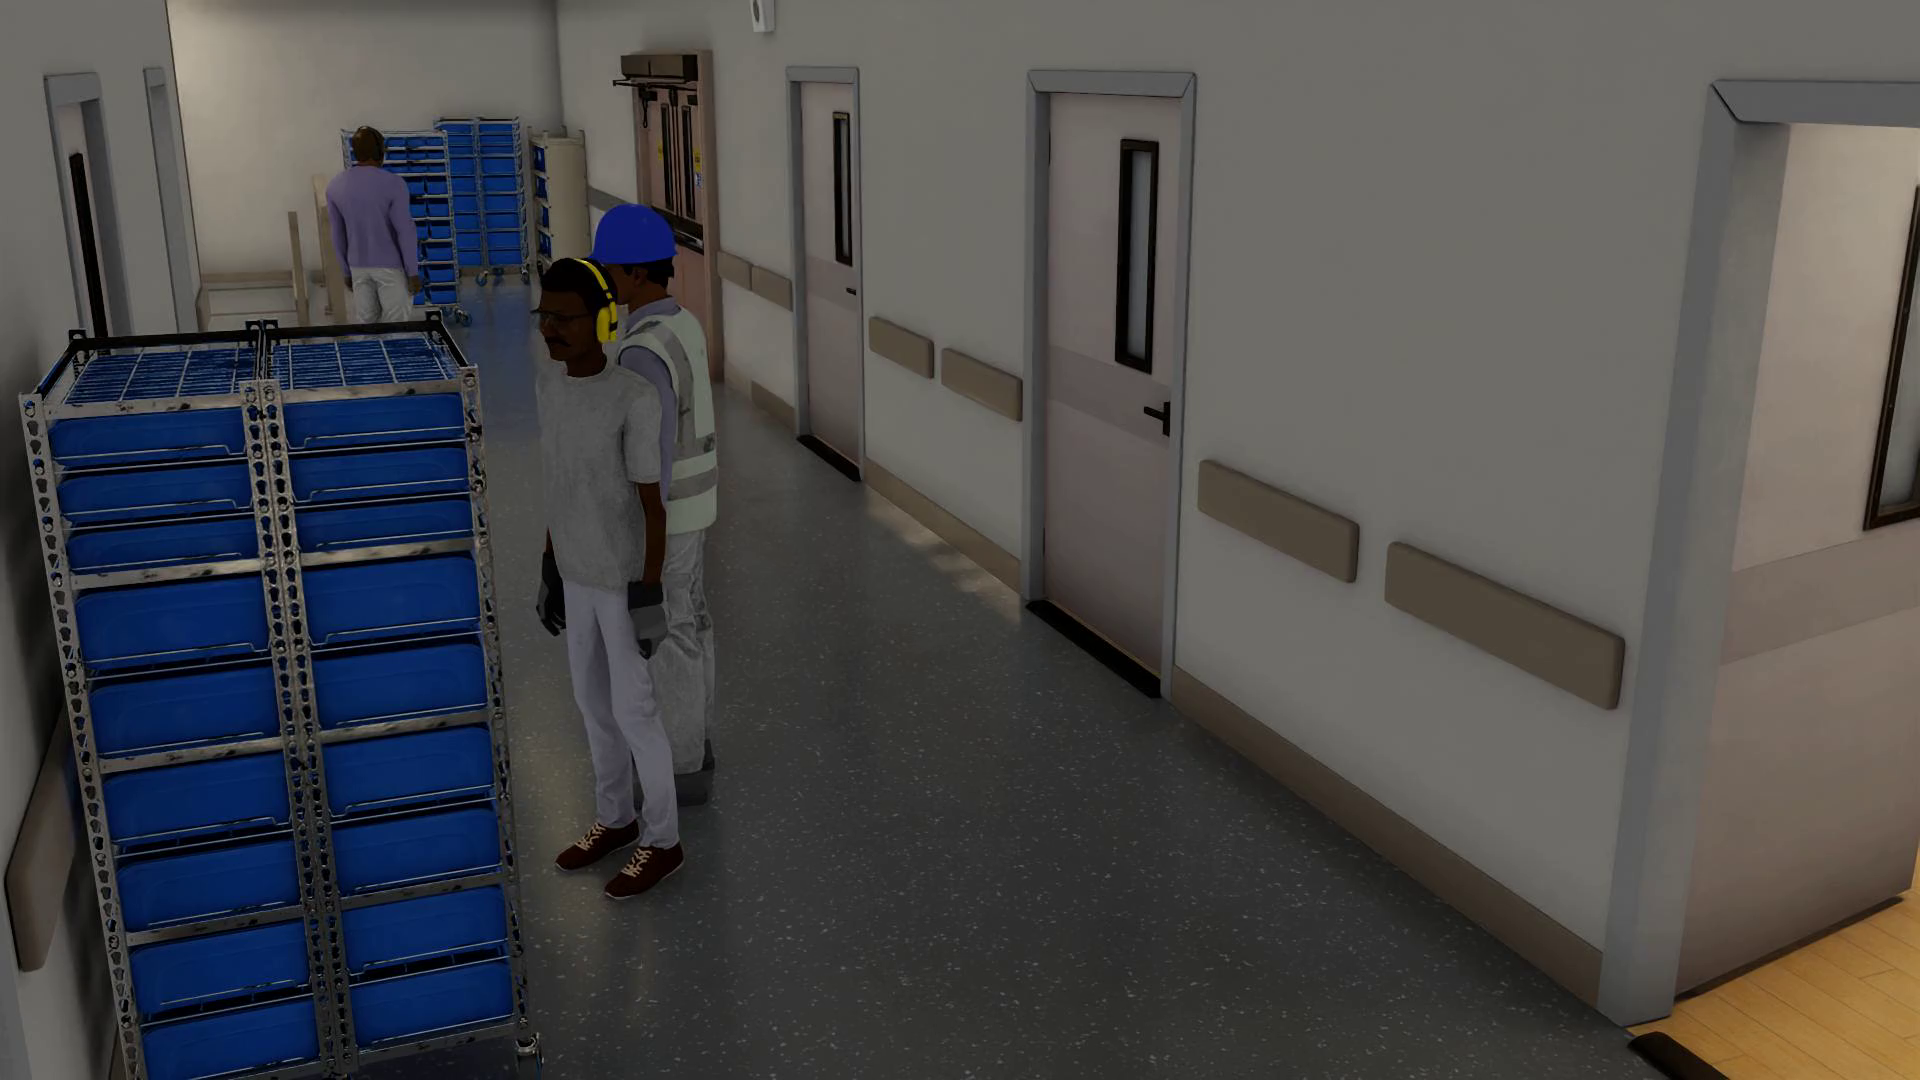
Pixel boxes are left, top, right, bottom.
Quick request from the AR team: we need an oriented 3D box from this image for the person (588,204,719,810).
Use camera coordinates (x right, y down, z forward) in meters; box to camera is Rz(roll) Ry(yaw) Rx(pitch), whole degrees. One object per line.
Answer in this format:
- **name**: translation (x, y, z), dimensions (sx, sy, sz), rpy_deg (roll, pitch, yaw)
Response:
- **person**: translation (-0.970, -0.094, 5.352), dimensions (0.398, 1.945, 0.605), rpy_deg (0, 16, 0)

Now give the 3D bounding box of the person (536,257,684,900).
- **person**: translation (-1.021, 0.119, 4.777), dimensions (0.503, 1.863, 0.331), rpy_deg (14, 21, 40)

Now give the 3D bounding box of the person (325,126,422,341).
- **person**: translation (-4.001, -1.855, 11.456), dimensions (0.627, 1.940, 0.370), rpy_deg (4, 17, 14)
